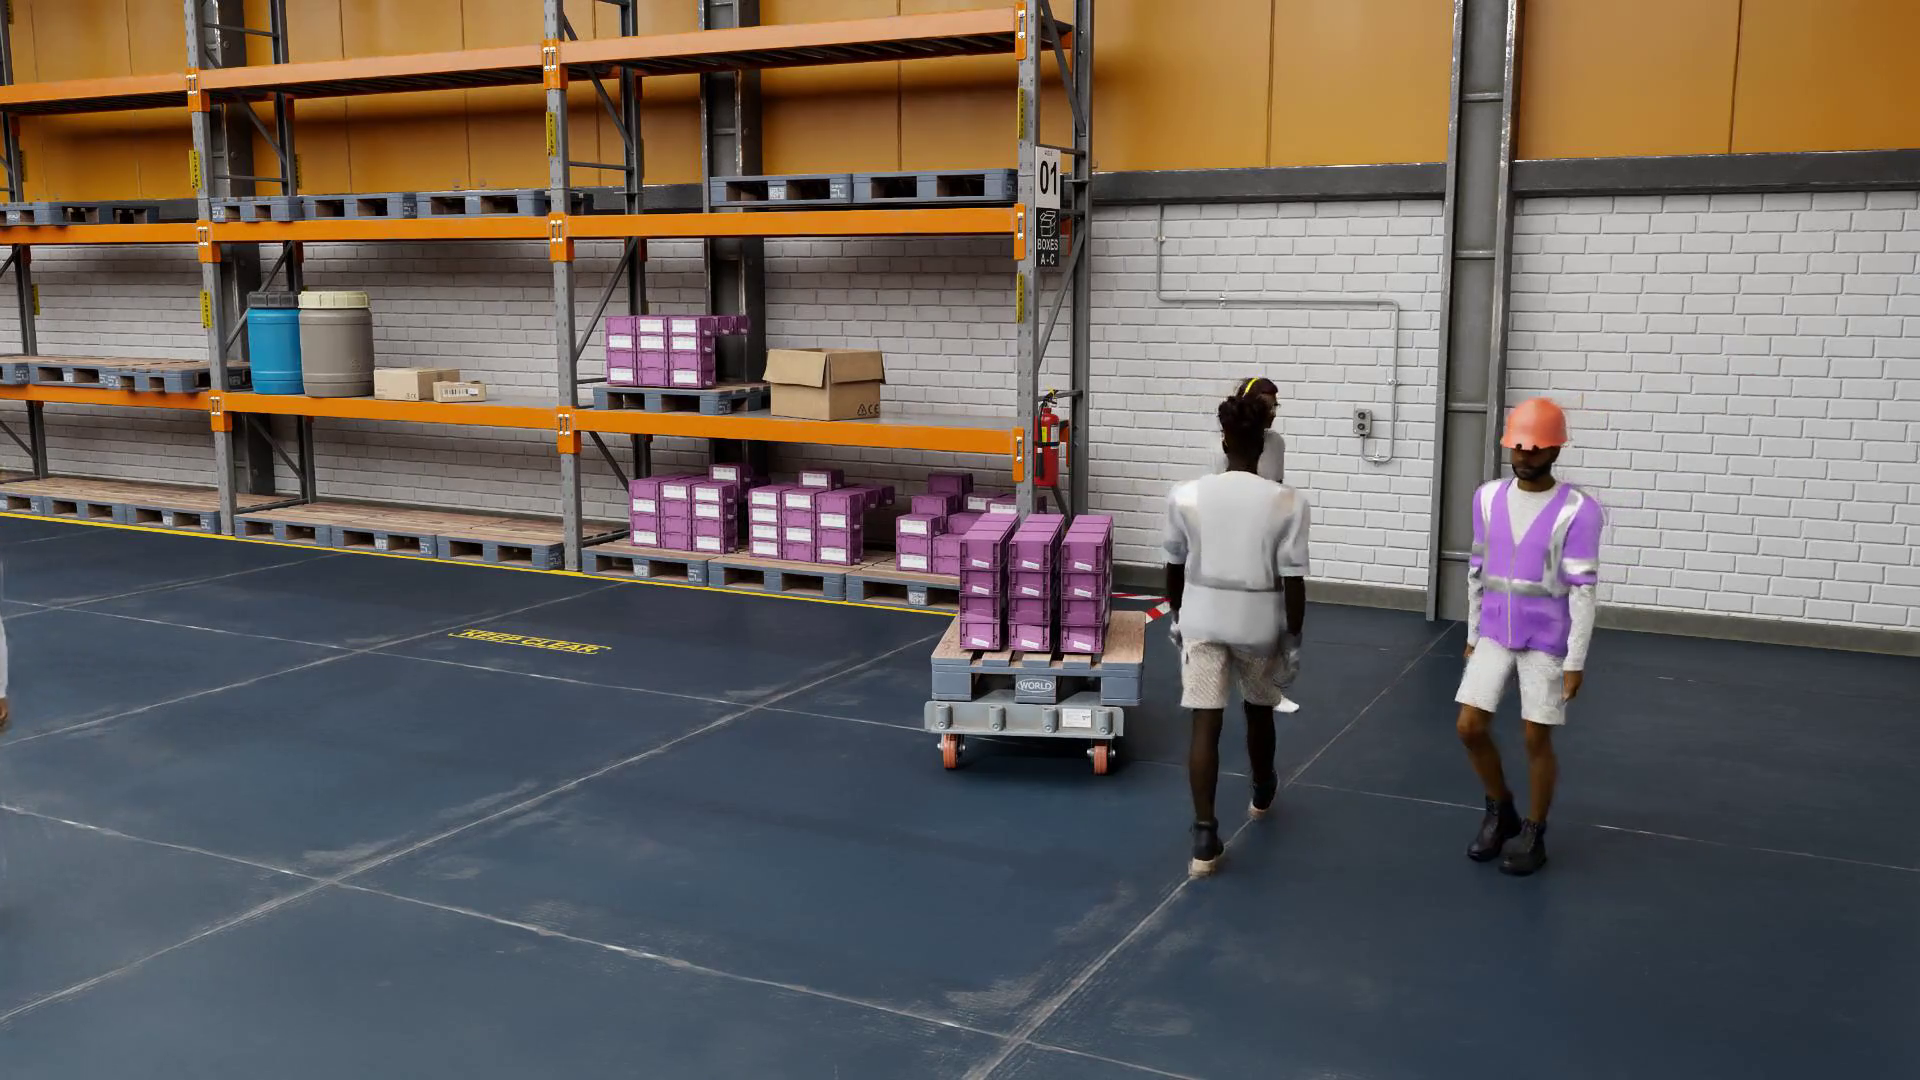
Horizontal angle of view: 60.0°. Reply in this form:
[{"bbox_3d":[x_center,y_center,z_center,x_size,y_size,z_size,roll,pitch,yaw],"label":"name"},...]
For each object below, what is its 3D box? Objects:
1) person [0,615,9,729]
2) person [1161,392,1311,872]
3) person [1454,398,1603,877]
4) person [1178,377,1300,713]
[{"bbox_3d":[-3.879,0.545,6.056,0.875,1.793,0.615,4,10,25],"label":"person"},{"bbox_3d":[1.150,0.339,6.940,0.617,1.903,1.036,3,10,16],"label":"person"},{"bbox_3d":[2.233,0.395,6.595,0.440,1.917,0.559,-9,13,-43],"label":"person"},{"bbox_3d":[1.572,0.000,9.285,0.529,1.845,0.841,-8,12,-41],"label":"person"}]
